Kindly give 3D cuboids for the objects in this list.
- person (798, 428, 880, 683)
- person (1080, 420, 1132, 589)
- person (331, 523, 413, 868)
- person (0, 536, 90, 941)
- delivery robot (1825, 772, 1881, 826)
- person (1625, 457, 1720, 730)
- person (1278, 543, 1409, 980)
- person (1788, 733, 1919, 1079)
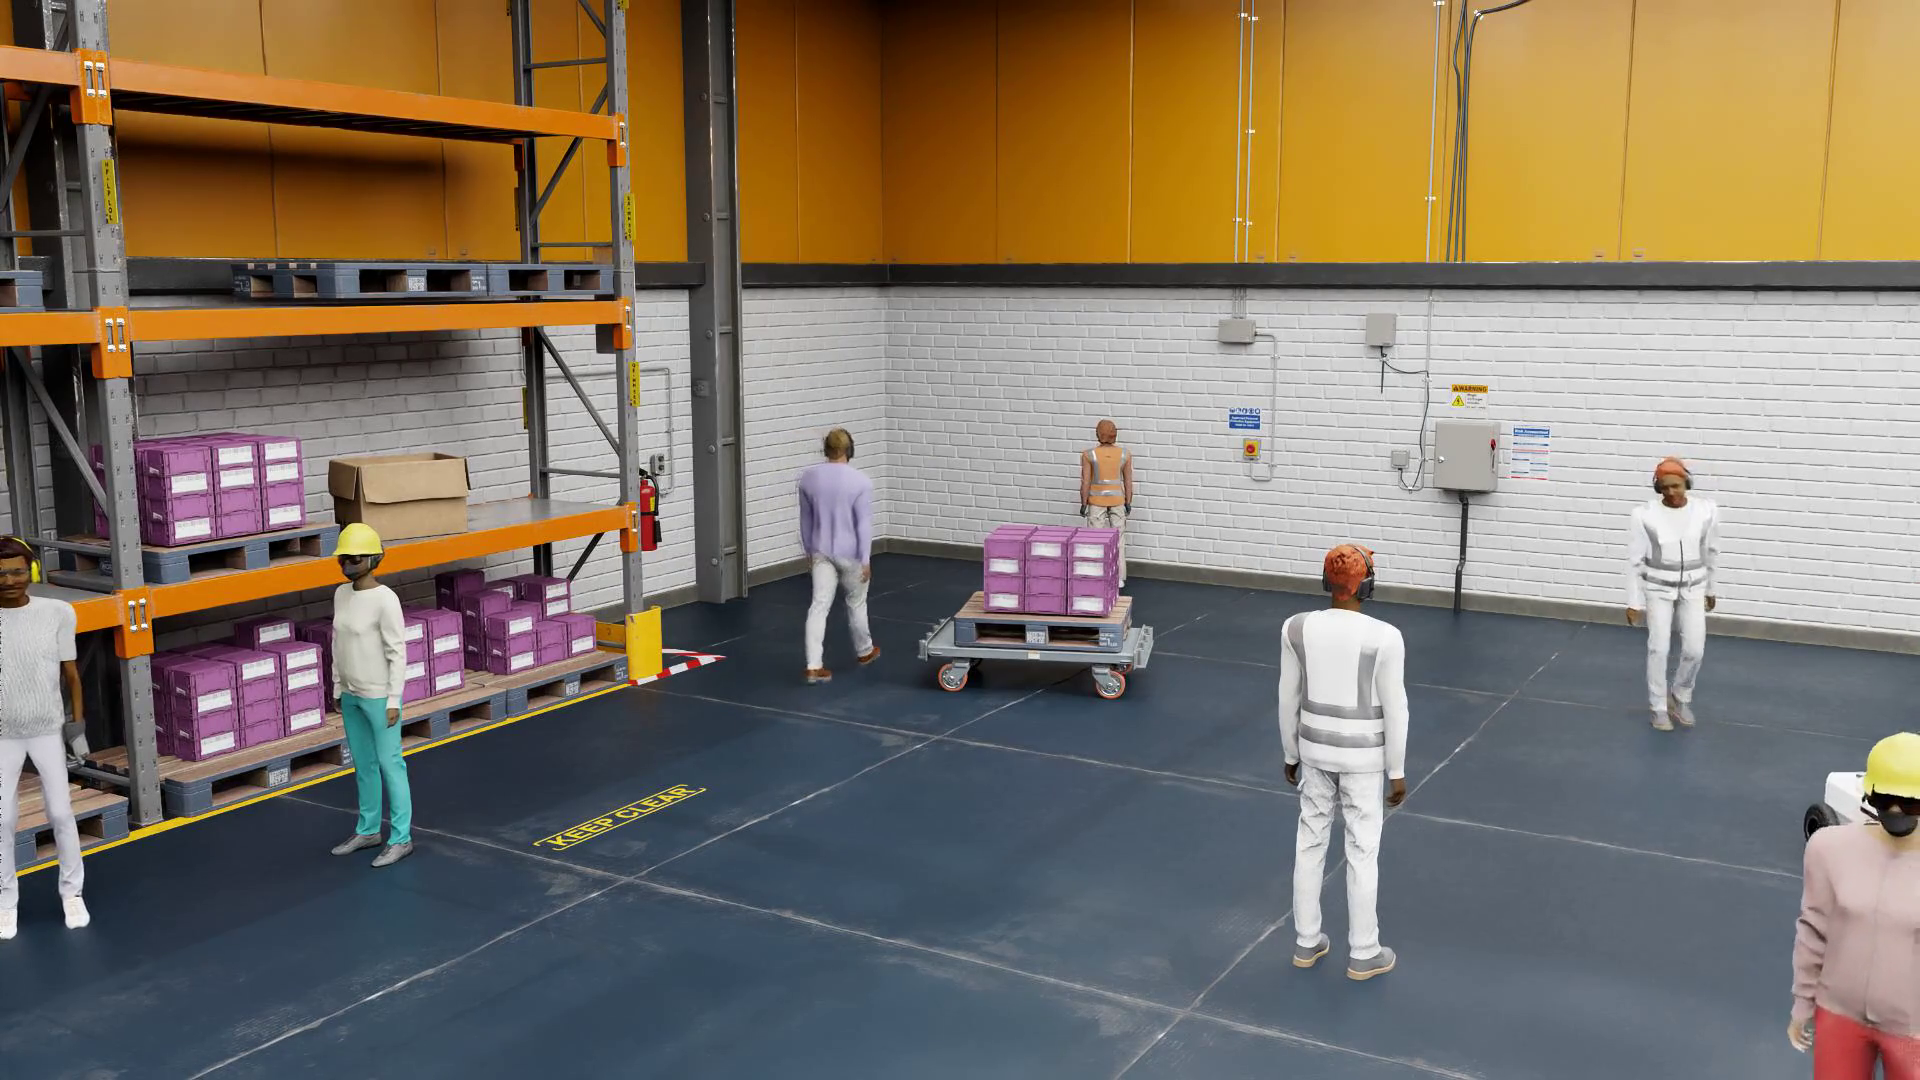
[{"bbox_3d":[-0.918,0.101,12.493,0.654,1.885,1.040,4,10,21],"label":"person"},{"bbox_3d":[1.400,-0.332,15.944,0.523,1.638,0.310,-2,9,-11],"label":"person"},{"bbox_3d":[-3.049,0.788,8.548,0.533,1.772,0.298,6,11,35],"label":"person"},{"bbox_3d":[-4.280,0.895,7.616,0.509,1.860,0.318,-5,10,-27],"label":"person"},{"bbox_3d":[4.689,1.372,8.392,0.477,0.478,0.707,0,9,0],"label":"delivery robot"},{"bbox_3d":[4.680,0.366,10.938,0.616,1.847,0.520,1,9,8],"label":"person"},{"bbox_3d":[1.654,0.950,7.185,0.573,1.883,0.354,7,11,36],"label":"person"},{"bbox_3d":[2.746,1.389,4.886,0.567,1.749,0.526,-9,13,-44],"label":"person"}]
